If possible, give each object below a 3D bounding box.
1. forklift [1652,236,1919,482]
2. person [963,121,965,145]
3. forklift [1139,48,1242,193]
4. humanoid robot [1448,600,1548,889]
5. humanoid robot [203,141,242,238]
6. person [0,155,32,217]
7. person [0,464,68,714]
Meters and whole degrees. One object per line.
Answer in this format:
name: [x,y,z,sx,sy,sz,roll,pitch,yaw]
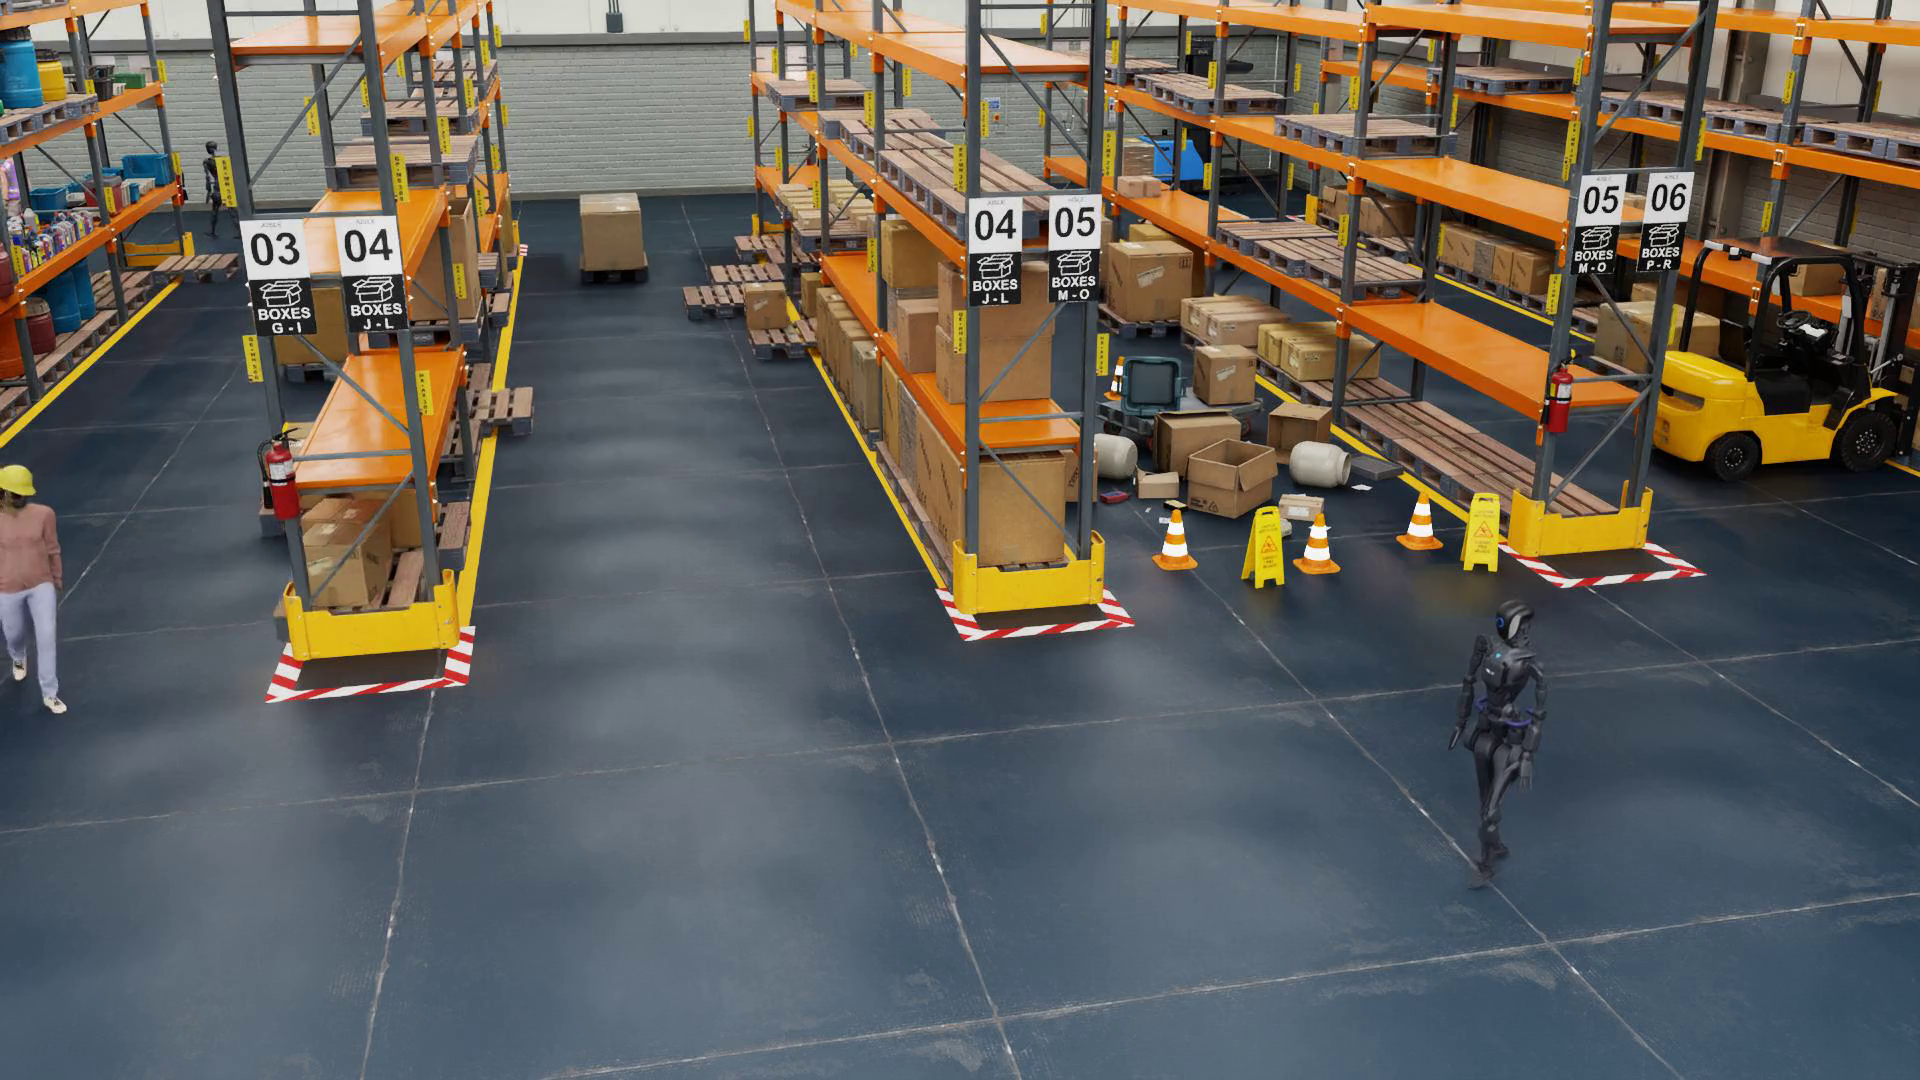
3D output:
forklift: [8.013,-1.814,16.330,2.313,2.155,1.214,-4,21,-12]
person: [0.186,-7.016,31.036,0.317,1.699,0.537,-3,21,-7]
forklift: [4.566,-8.313,32.860,1.873,2.768,1.129,-4,21,-12]
humanoid robot: [2.970,1.101,9.222,0.541,1.643,0.601,-12,23,-29]
humanoid robot: [-12.564,-5.931,28.193,0.747,1.625,0.608,7,22,18]
person: [-15.366,-5.564,27.150,0.347,1.688,0.491,11,23,27]
person: [-6.399,0.283,11.350,0.524,1.724,0.793,-15,25,-36]
